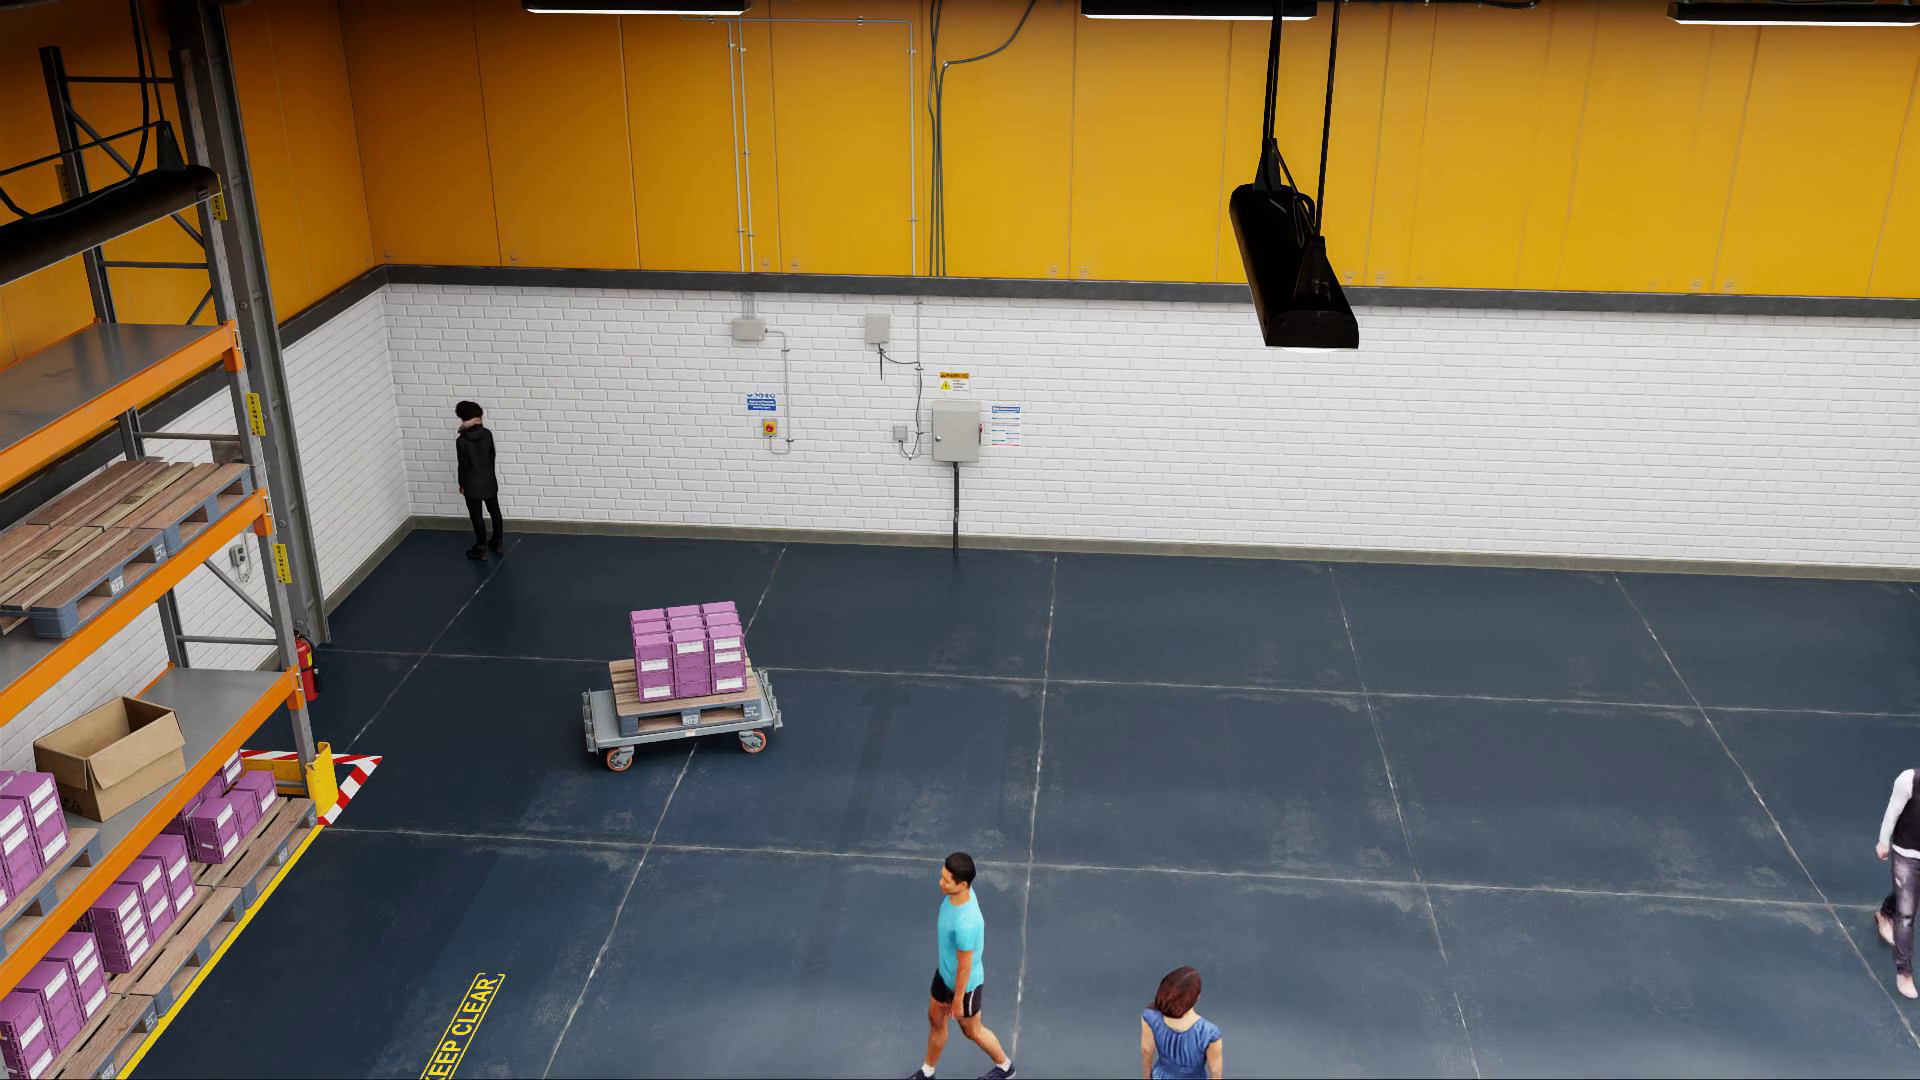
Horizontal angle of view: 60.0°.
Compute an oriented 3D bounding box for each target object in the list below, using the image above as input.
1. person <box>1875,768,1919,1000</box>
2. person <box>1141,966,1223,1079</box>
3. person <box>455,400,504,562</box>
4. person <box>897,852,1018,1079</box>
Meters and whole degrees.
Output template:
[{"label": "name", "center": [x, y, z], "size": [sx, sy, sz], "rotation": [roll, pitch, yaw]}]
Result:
[{"label": "person", "center": [6.614, 2.149, 11.478], "size": [0.814, 1.769, 1.275], "rotation": [5, 24, 11]}, {"label": "person", "center": [1.218, 3.120, 9.212], "size": [0.743, 1.805, 0.708], "rotation": [11, 26, 24]}, {"label": "person", "center": [-5.160, -0.647, 17.865], "size": [0.795, 1.776, 0.713], "rotation": [18, 30, 36]}, {"label": "person", "center": [0.081, 2.695, 10.254], "size": [0.897, 1.749, 1.030], "rotation": [-5, 24, -11]}]
